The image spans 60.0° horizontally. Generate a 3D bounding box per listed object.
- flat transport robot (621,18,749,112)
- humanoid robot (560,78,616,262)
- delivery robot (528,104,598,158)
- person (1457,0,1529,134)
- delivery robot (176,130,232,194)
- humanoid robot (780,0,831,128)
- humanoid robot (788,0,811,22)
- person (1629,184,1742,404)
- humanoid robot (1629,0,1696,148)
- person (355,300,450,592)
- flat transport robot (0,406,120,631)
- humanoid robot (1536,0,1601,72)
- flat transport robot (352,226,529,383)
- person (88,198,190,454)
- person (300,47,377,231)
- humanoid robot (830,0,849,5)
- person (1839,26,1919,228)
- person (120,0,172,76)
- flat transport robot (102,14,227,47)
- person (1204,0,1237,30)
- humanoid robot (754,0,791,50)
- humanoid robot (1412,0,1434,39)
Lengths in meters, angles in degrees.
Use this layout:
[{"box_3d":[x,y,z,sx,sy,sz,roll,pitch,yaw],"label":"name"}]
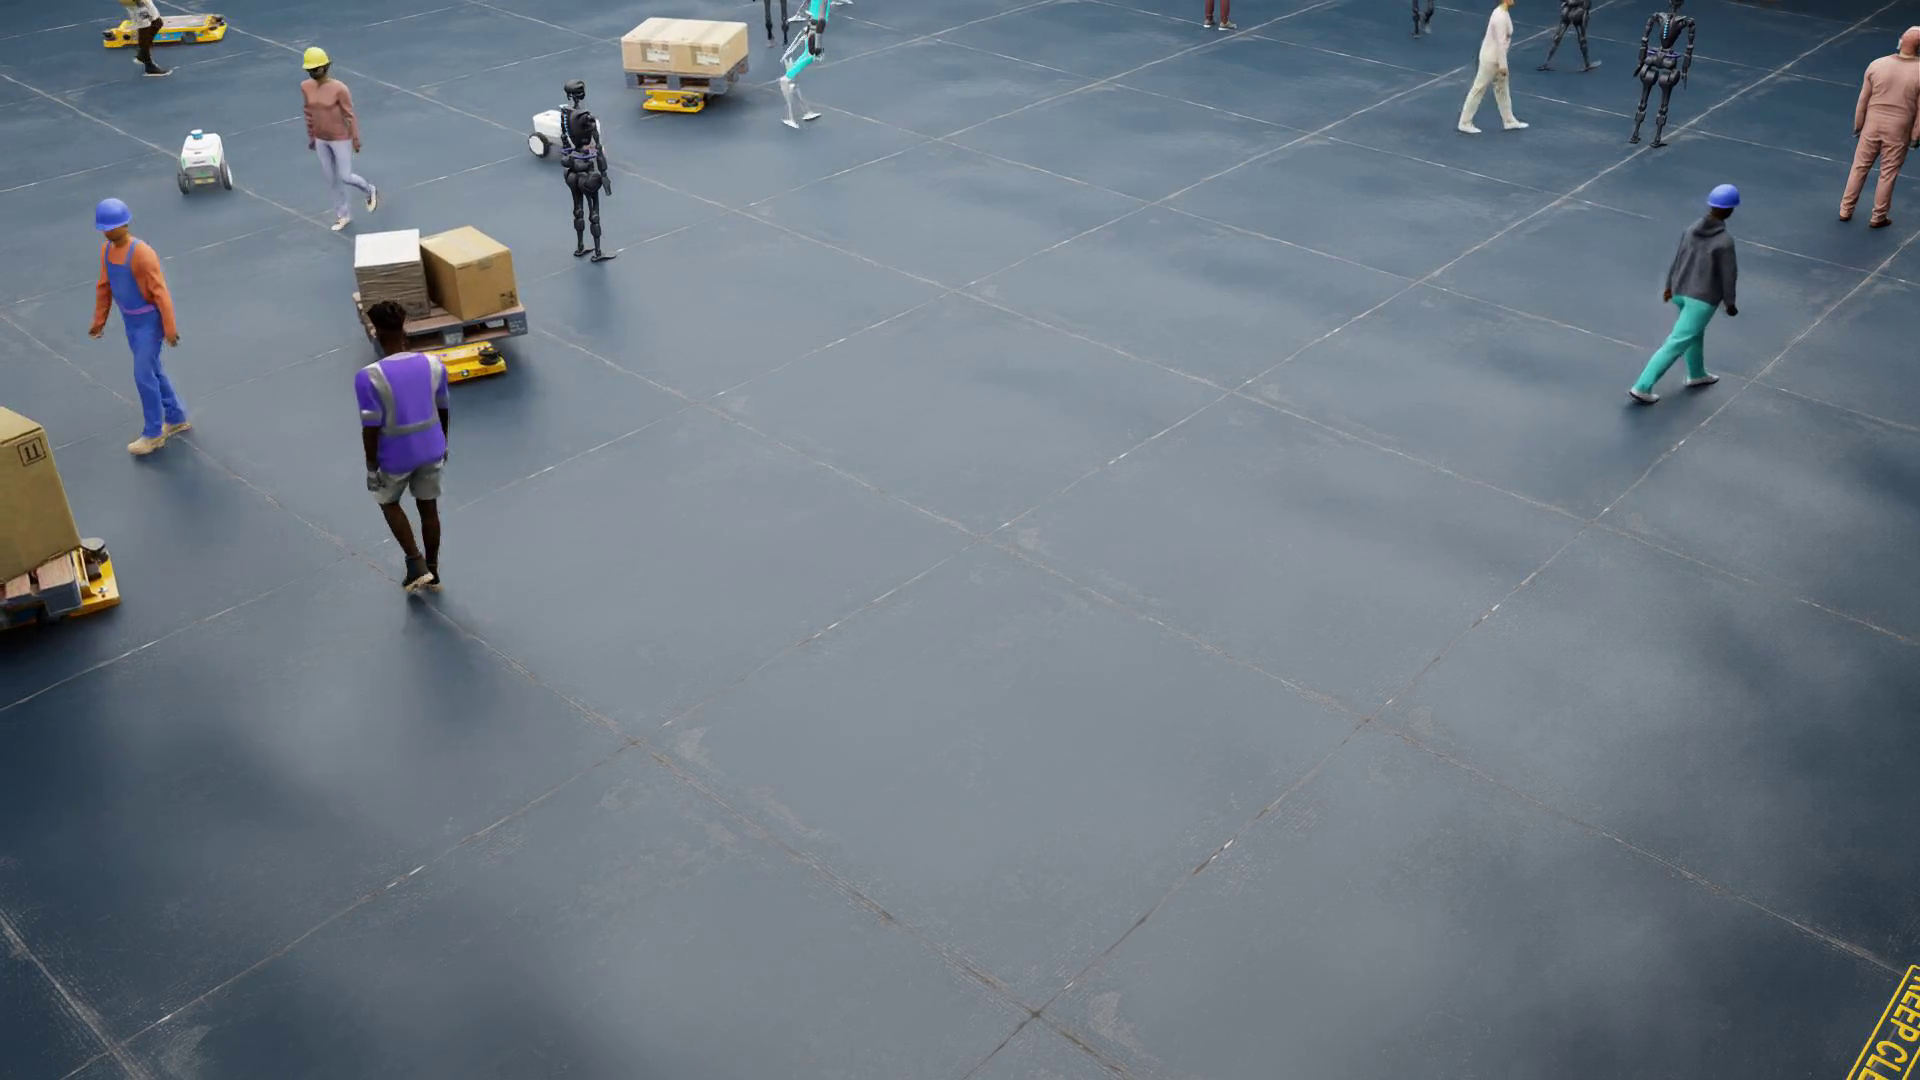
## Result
[{"box_3d":[-3.224,-5.410,19.866,0.659,0.231,1.431,6,32,10],"label":"flat transport robot"},{"box_3d":[-3.465,-3.414,15.302,0.599,1.659,0.315,26,40,35],"label":"humanoid robot"},{"box_3d":[-4.268,-4.400,17.985,0.807,0.613,0.499,18,36,26],"label":"delivery robot"},{"box_3d":[6.002,-5.282,18.333,0.837,1.655,0.499,9,33,14],"label":"person"},{"box_3d":[-7.834,-3.936,17.213,0.499,0.586,0.773,-9,33,-15],"label":"delivery robot"},{"box_3d":[-1.821,-5.558,18.716,0.867,1.778,0.594,-6,32,-10],"label":"humanoid robot"},{"box_3d":[-2.079,-7.791,22.396,0.881,1.852,0.531,-7,33,-12],"label":"humanoid robot"},{"box_3d":[5.662,-1.889,12.809,0.924,1.728,0.521,-8,33,-13],"label":"person"},{"box_3d":[7.625,-5.140,18.081,0.599,1.659,0.315,26,40,35],"label":"humanoid robot"},{"box_3d":[-3.480,-0.568,10.486,0.645,1.936,0.462,-26,40,-35],"label":"person"},{"box_3d":[-6.159,0.372,10.555,1.431,0.231,0.659,-17,35,-25],"label":"flat transport robot"},{"box_3d":[7.613,-6.586,20.462,0.755,1.628,0.608,-4,32,-7],"label":"humanoid robot"},{"box_3d":[-4.305,-1.695,13.883,0.659,0.231,1.431,-15,35,-23],"label":"flat transport robot"},{"box_3d":[-6.085,-1.547,12.116,0.603,1.883,0.643,20,37,29],"label":"person"},{"box_3d":[-6.003,-3.877,15.993,0.528,1.753,0.494,9,33,15],"label":"person"},{"box_3d":[-1.768,-8.333,23.210,0.762,1.797,0.562,17,36,26],"label":"humanoid robot"},{"box_3d":[8.924,-3.957,15.970,0.647,1.912,0.412,26,40,35],"label":"person"},{"box_3d":[-9.971,-6.587,20.178,0.432,1.940,0.636,-7,33,-12],"label":"person"},{"box_3d":[-10.507,-6.732,21.995,1.431,0.231,0.659,-8,33,-12],"label":"flat transport robot"},{"box_3d":[3.498,-7.738,22.151,0.550,1.812,0.367,26,40,35],"label":"person"},{"box_3d":[-2.363,-7.139,21.322,0.602,1.646,0.359,1,32,2],"label":"humanoid robot"},{"box_3d":[6.039,-7.377,21.707,0.620,1.626,0.475,2,32,3],"label":"humanoid robot"}]
